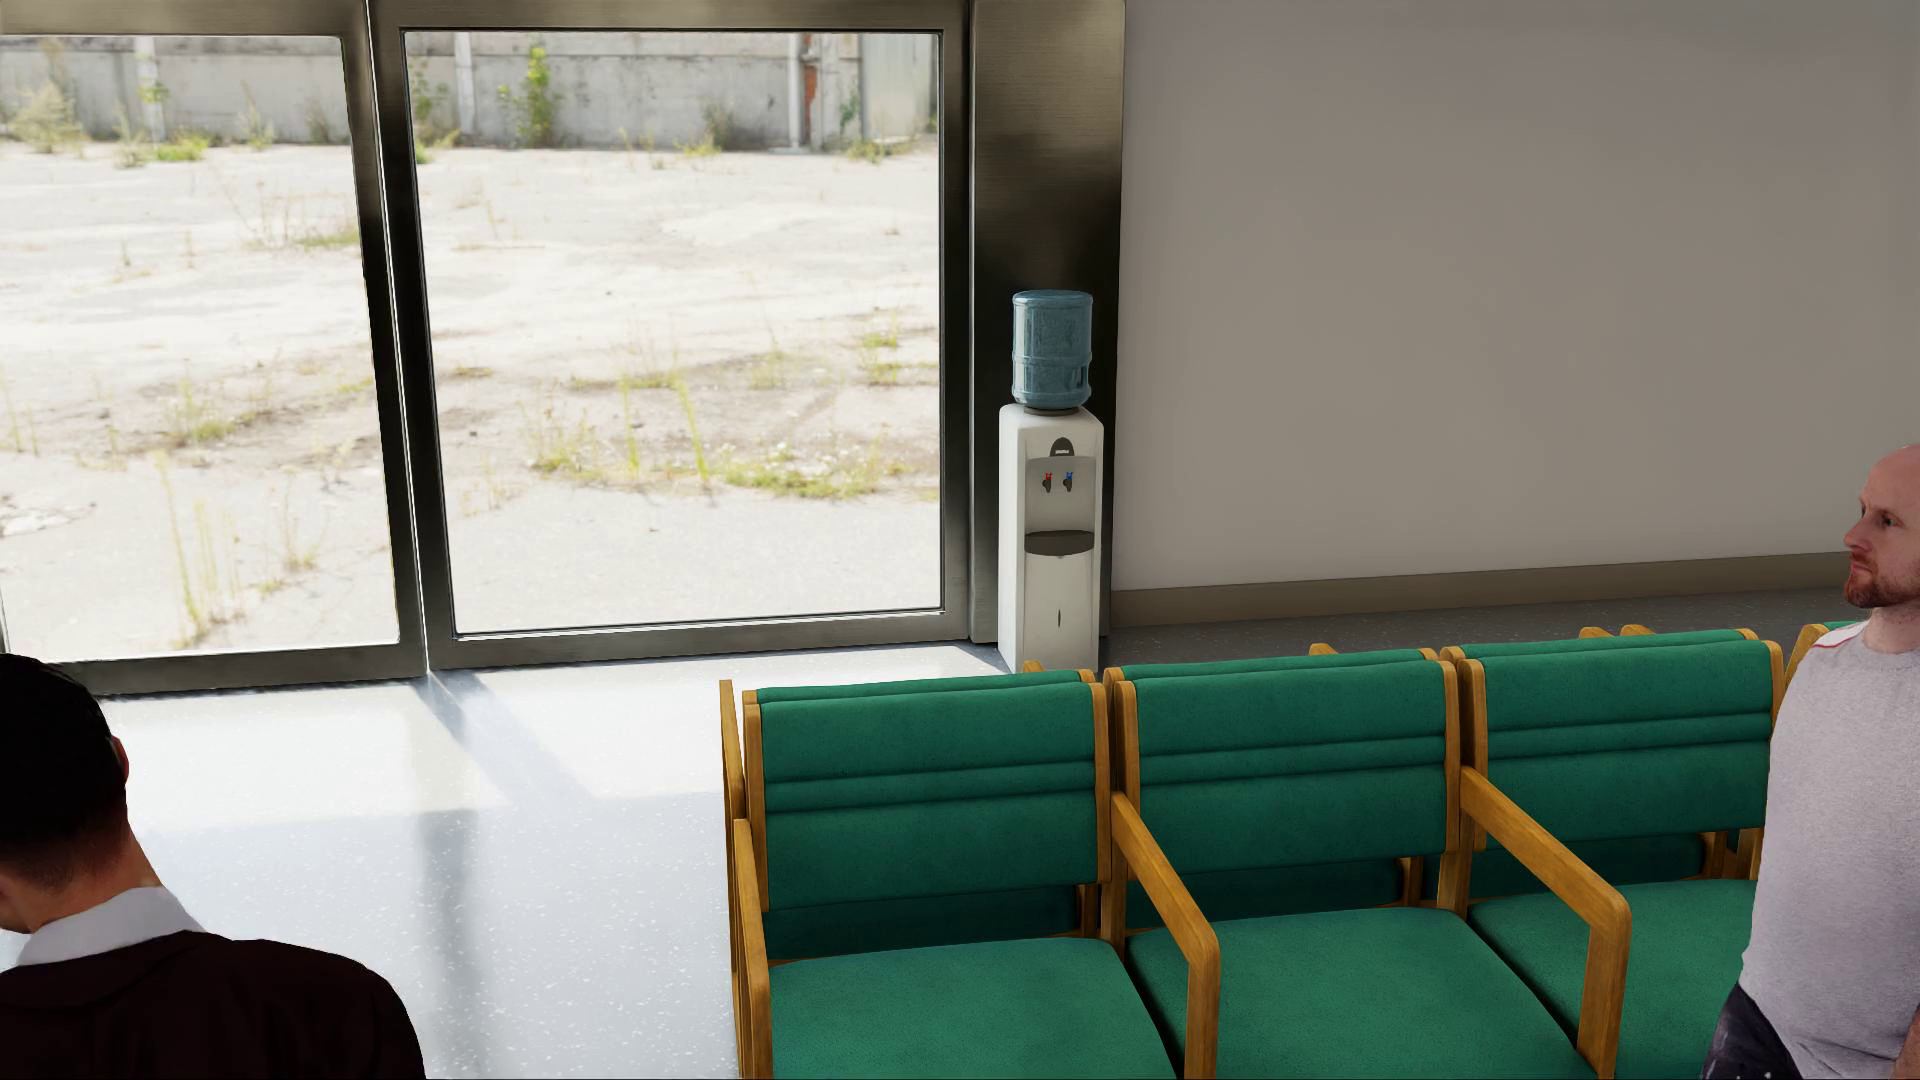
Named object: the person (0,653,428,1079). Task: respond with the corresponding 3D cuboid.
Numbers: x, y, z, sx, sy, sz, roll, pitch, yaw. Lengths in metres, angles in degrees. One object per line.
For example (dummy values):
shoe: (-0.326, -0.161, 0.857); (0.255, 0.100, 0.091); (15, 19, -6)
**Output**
person: (-0.625, 0.999, 1.573); (0.894, 1.839, 0.574); (1, 16, 2)
